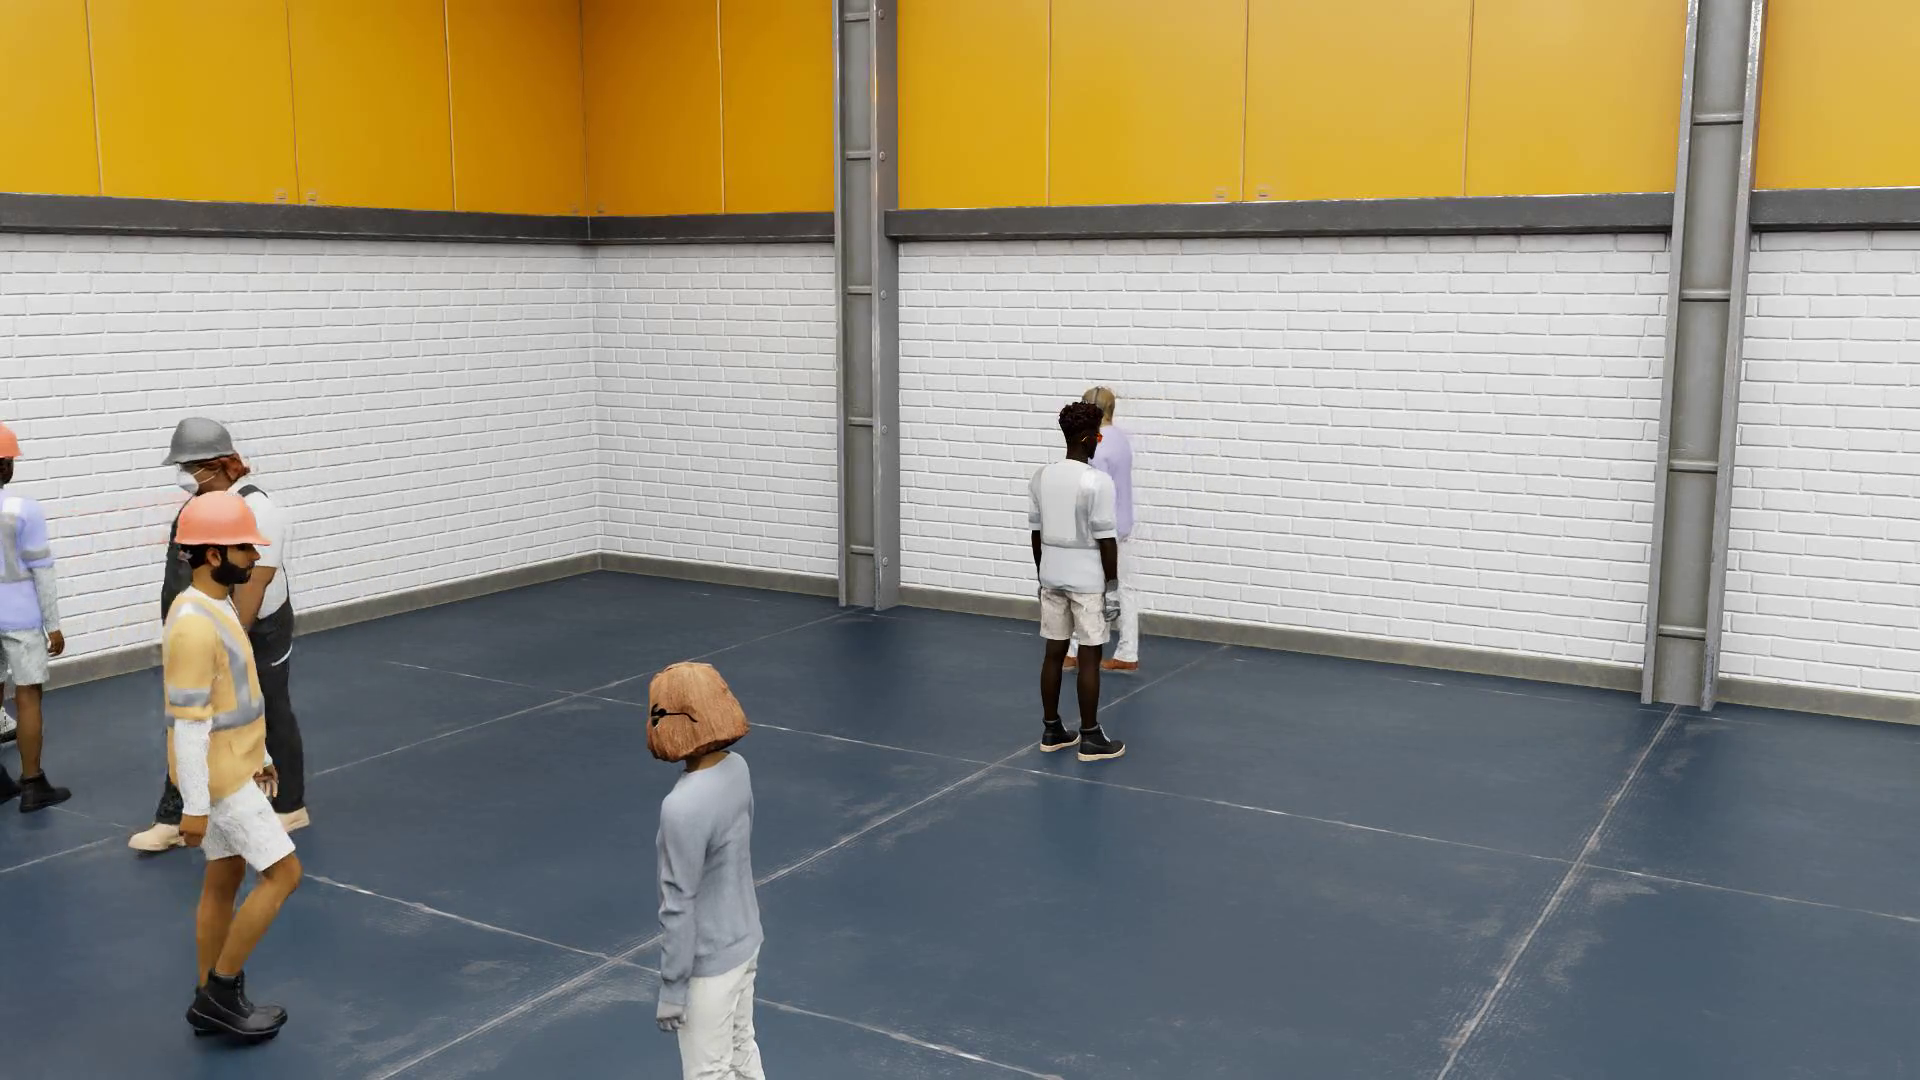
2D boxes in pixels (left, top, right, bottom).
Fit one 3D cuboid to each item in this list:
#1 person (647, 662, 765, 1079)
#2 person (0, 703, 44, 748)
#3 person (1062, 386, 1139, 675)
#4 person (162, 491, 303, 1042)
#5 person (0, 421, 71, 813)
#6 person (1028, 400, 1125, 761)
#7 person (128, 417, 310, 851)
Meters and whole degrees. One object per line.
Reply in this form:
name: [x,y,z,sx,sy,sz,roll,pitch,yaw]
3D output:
person: [-0.676,1.128,4.479,0.282,1.624,0.494,2,9,9]
person: [-5.413,0.338,8.922,0.594,1.793,0.897,6,11,33]
person: [0.871,-0.056,10.969,0.745,1.909,0.654,4,10,25]
person: [-2.498,0.787,5.699,0.431,1.920,0.547,-4,10,-25]
person: [-4.709,0.375,8.215,0.547,1.938,0.363,0,9,3]
person: [0.641,0.219,9.089,0.368,1.966,0.602,-9,13,-44]
person: [-3.426,0.423,7.579,0.690,2.000,0.894,6,11,31]
